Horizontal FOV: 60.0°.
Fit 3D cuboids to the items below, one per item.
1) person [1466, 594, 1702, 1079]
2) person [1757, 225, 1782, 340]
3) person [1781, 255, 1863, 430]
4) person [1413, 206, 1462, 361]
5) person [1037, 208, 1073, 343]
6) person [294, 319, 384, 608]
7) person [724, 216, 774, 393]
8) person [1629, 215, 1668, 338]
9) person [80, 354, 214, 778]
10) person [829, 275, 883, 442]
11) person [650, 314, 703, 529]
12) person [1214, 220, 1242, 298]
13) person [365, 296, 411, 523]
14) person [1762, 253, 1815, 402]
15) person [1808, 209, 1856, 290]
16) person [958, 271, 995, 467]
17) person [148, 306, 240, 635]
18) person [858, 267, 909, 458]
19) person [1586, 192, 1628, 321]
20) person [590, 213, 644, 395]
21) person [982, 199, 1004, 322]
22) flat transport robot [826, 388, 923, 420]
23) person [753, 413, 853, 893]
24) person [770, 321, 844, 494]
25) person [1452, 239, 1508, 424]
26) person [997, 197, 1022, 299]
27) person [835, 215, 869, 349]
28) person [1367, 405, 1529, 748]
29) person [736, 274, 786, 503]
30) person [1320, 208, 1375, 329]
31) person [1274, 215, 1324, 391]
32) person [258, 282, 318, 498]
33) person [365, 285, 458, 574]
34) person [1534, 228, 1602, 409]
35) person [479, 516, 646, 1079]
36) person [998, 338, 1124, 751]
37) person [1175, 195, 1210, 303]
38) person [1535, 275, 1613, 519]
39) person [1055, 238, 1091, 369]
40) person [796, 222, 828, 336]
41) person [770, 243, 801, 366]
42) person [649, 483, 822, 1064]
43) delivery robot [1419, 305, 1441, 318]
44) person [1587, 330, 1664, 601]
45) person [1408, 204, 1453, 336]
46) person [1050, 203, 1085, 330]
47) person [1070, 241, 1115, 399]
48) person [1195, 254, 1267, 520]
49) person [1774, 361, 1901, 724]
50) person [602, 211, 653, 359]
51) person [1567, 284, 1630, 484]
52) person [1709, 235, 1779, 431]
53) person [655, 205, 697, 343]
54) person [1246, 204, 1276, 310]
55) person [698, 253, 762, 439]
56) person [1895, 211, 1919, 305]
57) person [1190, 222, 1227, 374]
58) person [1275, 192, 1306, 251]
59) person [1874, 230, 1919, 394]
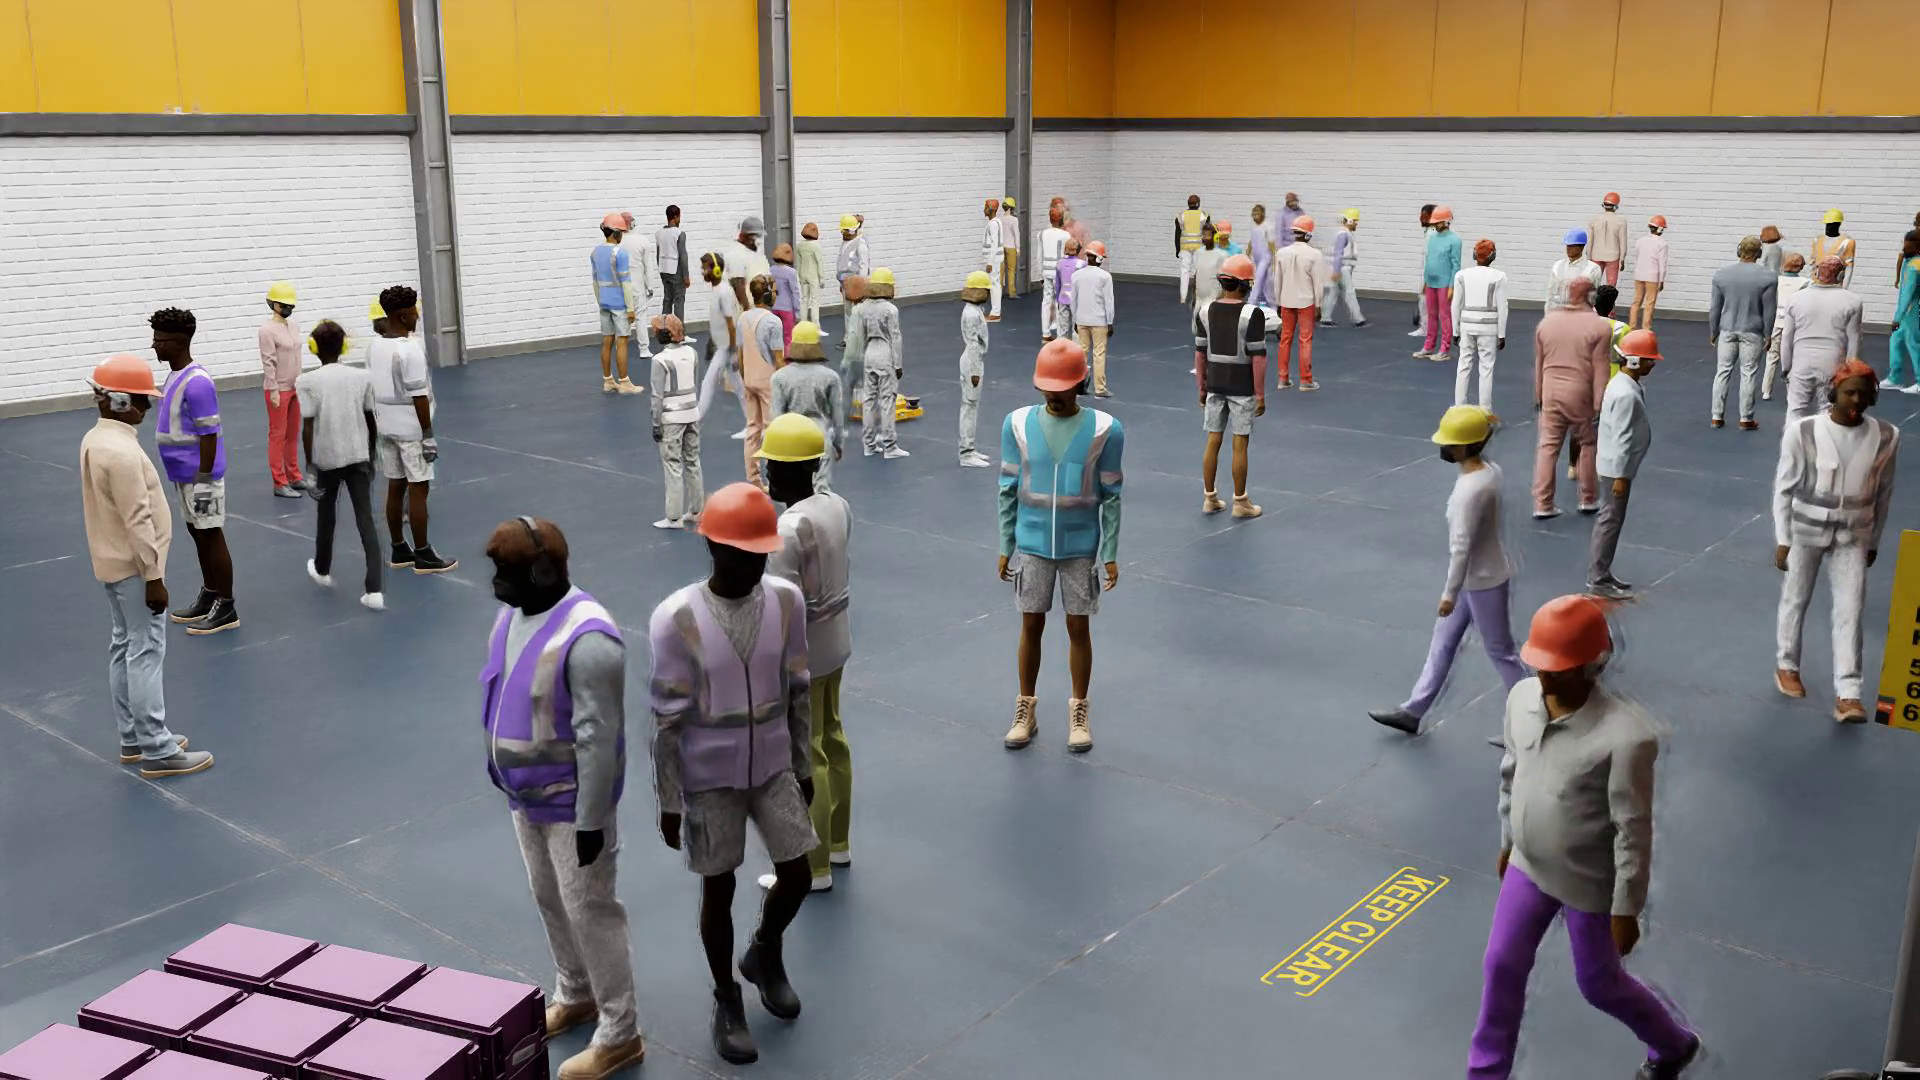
[{"bbox_3d":[1.888,0.960,5.023,0.812,1.712,0.598,-6,15,-24],"label":"person"},{"bbox_3d":[11.410,-3.612,23.452,0.524,1.617,0.428,-10,17,-34],"label":"person"},{"bbox_3d":[7.507,-1.520,14.521,0.638,1.909,0.408,11,18,38],"label":"person"},{"bbox_3d":[6.206,-3.320,21.553,0.393,1.985,0.611,-6,15,-23],"label":"person"},{"bbox_3d":[1.336,-3.663,23.135,0.572,1.883,0.356,11,18,38],"label":"person"},{"bbox_3d":[-3.972,-0.503,10.651,0.524,1.806,1.020,-10,17,-35],"label":"person"},{"bbox_3d":[-2.286,-2.654,18.781,0.973,2.000,0.690,7,16,27],"label":"person"},{"bbox_3d":[9.929,-3.779,23.890,0.371,1.742,0.558,-7,16,-25],"label":"person"},{"bbox_3d":[-3.850,0.124,7.792,0.392,1.986,0.610,-12,18,-40],"label":"person"},{"bbox_3d":[-1.057,-1.731,15.972,0.777,1.598,0.510,0,14,-1],"label":"person"},{"bbox_3d":[-2.142,-0.891,12.569,0.316,1.634,0.520,7,16,28],"label":"person"},{"bbox_3d":[3.571,-3.473,22.636,0.569,1.747,0.340,-2,14,-9],"label":"person"},{"bbox_3d":[-4.300,-0.987,12.698,0.537,1.753,0.365,11,18,37],"label":"person"},{"bbox_3d":[9.114,-2.335,18.325,0.512,1.637,0.309,11,18,38],"label":"person"},{"bbox_3d":[11.468,-3.398,21.982,0.388,1.926,0.590,-8,16,-30],"label":"person"},{"bbox_3d":[0.147,-1.537,14.925,0.325,1.740,0.492,0,14,1],"label":"person"},{"bbox_3d":[-4.606,-0.417,9.989,0.367,1.966,0.604,-10,17,-36],"label":"person"},{"bbox_3d":[-0.709,-1.624,15.273,0.484,1.742,0.301,11,18,38],"label":"person"},{"bbox_3d":[9.936,-4.330,25.568,0.609,1.995,0.378,11,18,38],"label":"person"},{"bbox_3d":[-3.884,-2.662,18.812,0.604,2.042,0.381,11,18,38],"label":"person"},{"bbox_3d":[0.503,-4.330,25.798,0.355,1.883,0.573,2,14,6],"label":"person"},{"bbox_3d":[-1.141,-1.441,17.521,1.431,0.197,0.652,11,18,38],"label":"flat transport robot"},{"bbox_3d":[-0.625,0.455,6.584,0.370,1.928,0.584,5,15,18],"label":"person"},{"bbox_3d":[-1.054,-0.666,11.547,0.500,1.691,0.918,-1,14,-5],"label":"person"},{"bbox_3d":[5.298,-2.121,16.966,0.572,1.885,0.356,11,18,38],"label":"person"},{"bbox_3d":[0.844,-5.102,29.123,0.523,1.767,0.318,11,18,38],"label":"person"},{"bbox_3d":[-1.471,-3.469,22.478,0.403,1.823,0.586,-9,17,-32],"label":"person"},{"bbox_3d":[2.478,0.186,8.076,0.860,1.710,0.540,4,15,15],"label":"person"},{"bbox_3d":[-1.576,-1.225,13.466,0.505,1.846,0.346,11,18,38],"label":"person"},{"bbox_3d":[5.838,-4.044,24.849,0.879,1.782,0.615,3,14,13],"label":"person"},{"bbox_3d":[3.901,-2.717,19.125,0.609,1.995,0.378,11,18,38],"label":"person"},{"bbox_3d":[-5.533,-1.238,13.689,0.329,1.763,0.523,2,14,8],"label":"person"},{"bbox_3d":[-3.759,-0.748,11.312,0.603,1.966,0.368,11,18,38],"label":"person"},{"bbox_3d":[6.484,-2.336,17.693,0.389,1.949,0.604,-11,18,-36],"label":"person"},{"bbox_3d":[-1.296,0.815,5.351,0.430,1.832,0.626,-13,19,-42],"label":"person"},{"bbox_3d":[0.476,0.033,8.057,0.605,2.034,0.391,3,14,10],"label":"person"},{"bbox_3d":[3.987,-4.974,28.469,0.621,1.837,0.429,3,14,13],"label":"person"},{"bbox_3d":[4.817,-1.112,12.933,0.858,1.873,0.679,-11,18,-38],"label":"person"},{"bbox_3d":[1.402,-2.935,20.723,0.512,1.637,0.309,11,18,38],"label":"person"},{"bbox_3d":[-2.150,-3.763,24.038,0.498,1.632,0.286,11,18,38],"label":"person"},{"bbox_3d":[-2.095,-2.721,19.875,0.498,1.632,0.286,11,18,38],"label":"person"},{"bbox_3d":[-0.728,0.754,5.404,0.583,1.925,0.394,-8,16,-28],"label":"person"},{"bbox_3d":[7.242,-3.619,25.452,0.477,0.478,0.707,6,15,22],"label":"delivery robot"},{"bbox_3d":[4.281,-0.485,10.718,0.349,1.743,0.556,5,15,20],"label":"person"},{"bbox_3d":[6.839,-3.865,23.906,0.589,1.899,0.617,0,14,1],"label":"person"},{"bbox_3d":[1.614,-4.087,24.831,0.638,1.881,0.727,11,18,38],"label":"person"},{"bbox_3d":[1.498,-2.461,18.593,0.561,1.749,0.331,11,18,38],"label":"person"},{"bbox_3d":[2.107,-1.179,12.879,0.604,2.044,0.375,11,18,38],"label":"person"},{"bbox_3d":[4.481,0.005,8.561,0.589,1.834,0.956,4,15,14],"label":"person"},{"bbox_3d":[-4.313,-3.312,21.680,0.648,1.907,0.401,-1,14,-2],"label":"person"},{"bbox_3d":[5.423,-1.322,14.156,0.532,1.695,0.319,11,18,38],"label":"person"},{"bbox_3d":[7.807,-2.062,16.625,0.628,1.939,0.373,11,18,38],"label":"person"},{"bbox_3d":[-4.010,-3.715,23.273,0.589,1.918,0.392,11,18,38],"label":"person"},{"bbox_3d":[4.621,-4.313,25.895,0.911,1.792,0.503,-6,15,-22],"label":"person"},{"bbox_3d":[-2.383,-1.841,15.991,0.987,1.806,0.569,-3,14,-12],"label":"person"},{"bbox_3d":[13.305,-3.650,23.159,0.505,1.845,0.346,11,18,38],"label":"person"},{"bbox_3d":[3.081,-2.982,20.465,0.621,1.852,0.522,-10,17,-36],"label":"person"},{"bbox_3d":[5.794,-5.143,29.092,0.697,1.864,0.432,-8,16,-29],"label":"person"},{"bbox_3d":[10.741,-2.576,18.827,0.703,1.858,0.687,8,16,29],"label":"person"}]
